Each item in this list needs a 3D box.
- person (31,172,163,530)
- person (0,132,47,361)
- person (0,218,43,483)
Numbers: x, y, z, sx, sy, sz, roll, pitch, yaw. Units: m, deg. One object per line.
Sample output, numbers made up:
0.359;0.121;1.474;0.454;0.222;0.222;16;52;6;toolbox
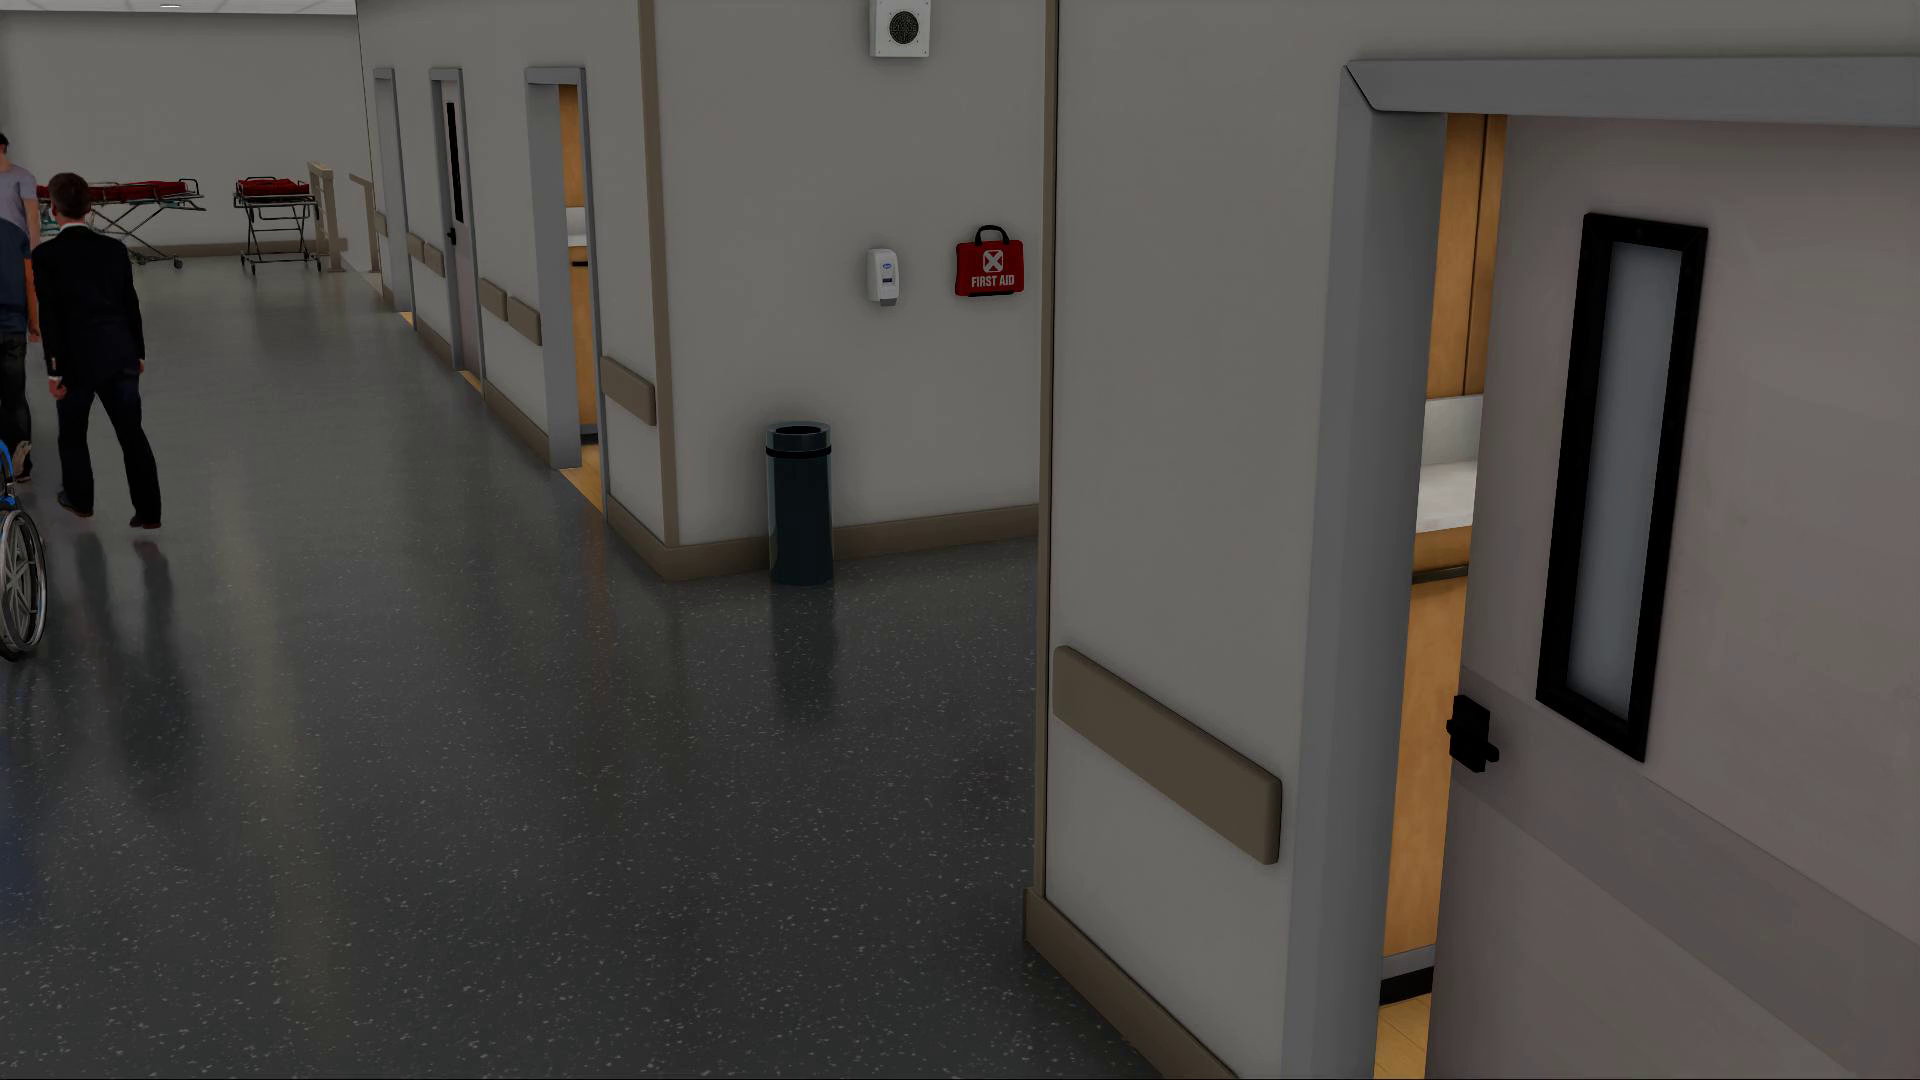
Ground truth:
-4.278;-0.884;8.294;1.267;1.769;1.011;14;21;40;person
-7.352;-2.267;13.113;1.084;1.816;1.299;1;16;4;person
-5.358;-1.164;9.239;0.939;1.795;0.827;14;21;40;person
